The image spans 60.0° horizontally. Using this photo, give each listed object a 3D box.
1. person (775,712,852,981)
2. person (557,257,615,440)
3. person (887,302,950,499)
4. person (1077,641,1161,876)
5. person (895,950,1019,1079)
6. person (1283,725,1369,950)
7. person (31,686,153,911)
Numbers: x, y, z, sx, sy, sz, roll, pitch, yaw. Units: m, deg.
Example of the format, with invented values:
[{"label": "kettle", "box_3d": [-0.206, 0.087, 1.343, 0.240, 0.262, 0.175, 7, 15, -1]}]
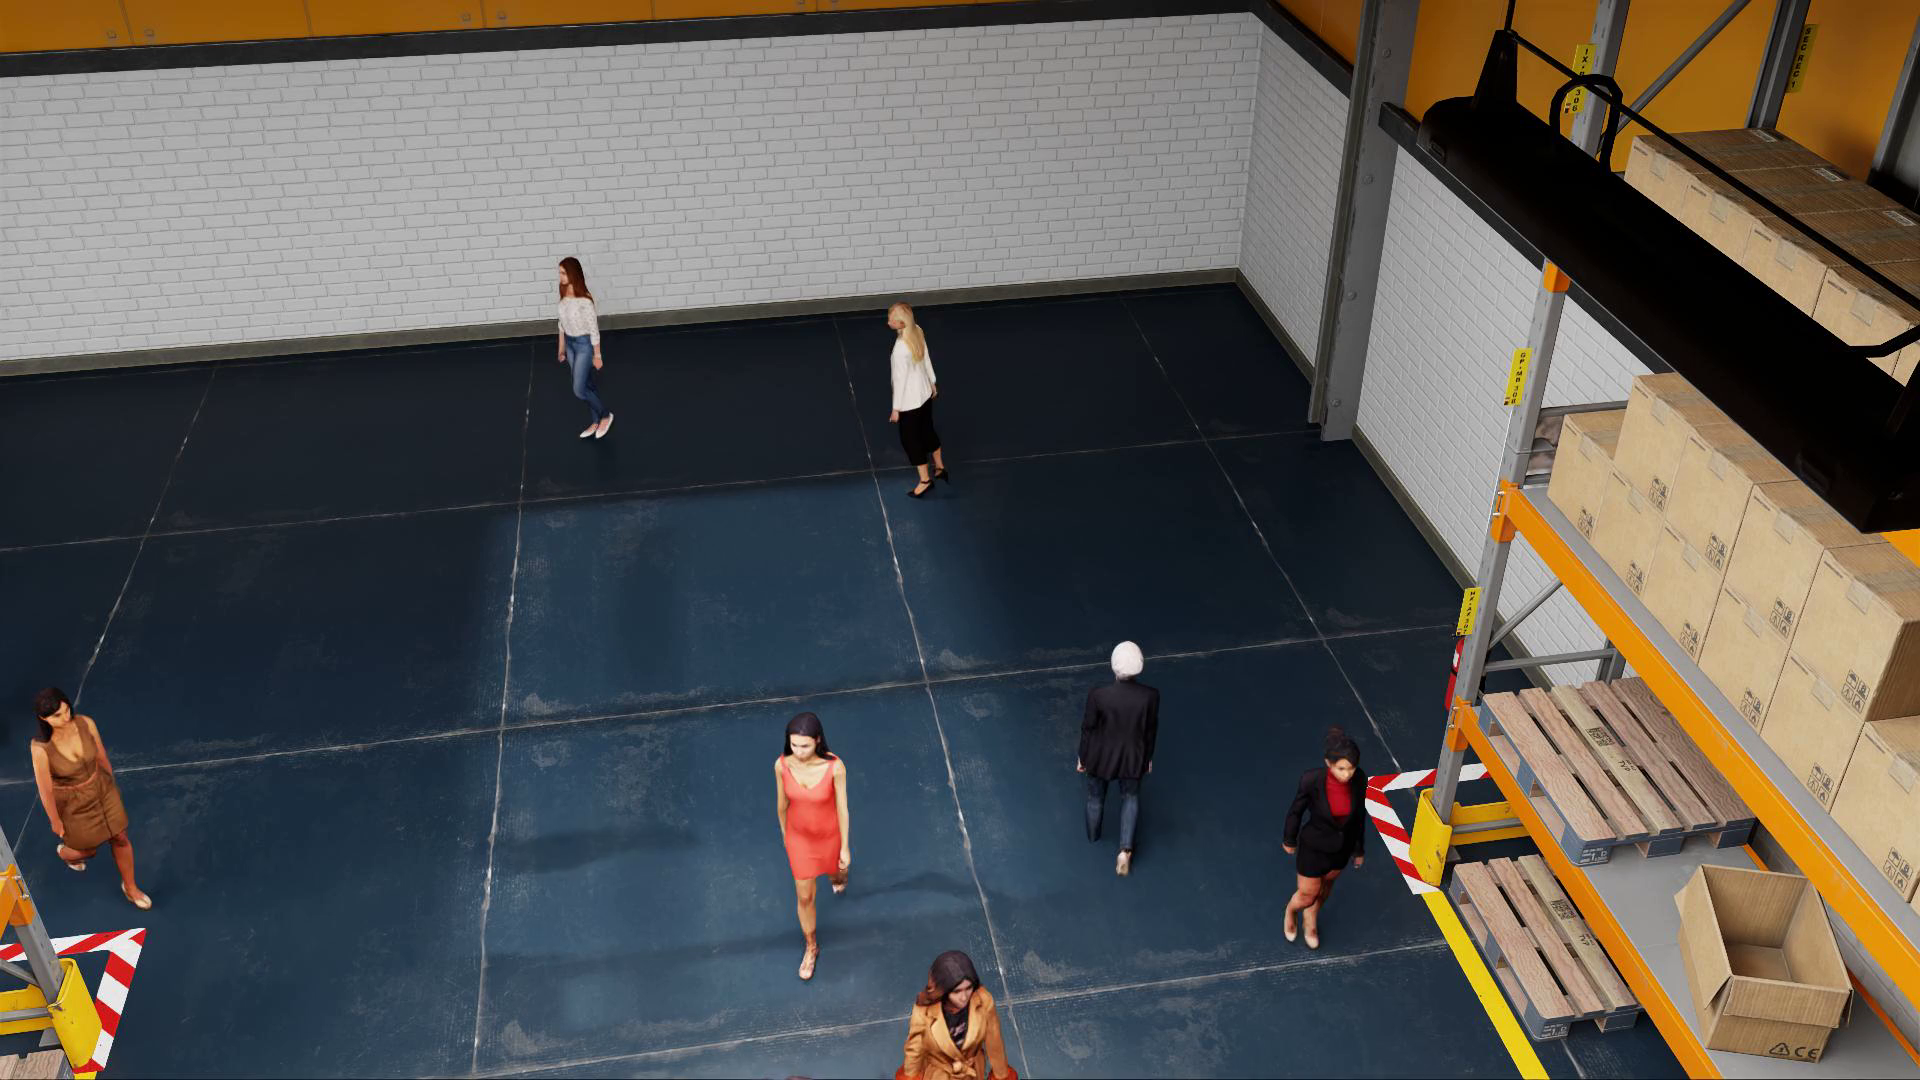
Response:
[{"label": "person", "box_3d": [-0.805, 1.650, 9.543, 0.743, 1.692, 1.114, 2, 34, 3]}, {"label": "person", "box_3d": [-3.244, -1.705, 14.564, 0.766, 1.721, 0.687, -27, 42, -34]}, {"label": "person", "box_3d": [-0.328, -1.129, 13.605, 0.915, 1.824, 0.777, 20, 39, 28]}, {"label": "person", "box_3d": [0.921, 1.412, 10.255, 0.812, 1.770, 0.865, 1, 34, 2]}, {"label": "person", "box_3d": [-0.066, 2.592, 8.109, 0.784, 1.712, 0.834, -10, 35, -14]}, {"label": "person", "box_3d": [2.048, 1.711, 9.510, 0.574, 1.629, 0.570, -7, 34, -10]}, {"label": "person", "box_3d": [-5.185, 1.516, 9.767, 0.929, 1.668, 0.913, 13, 36, 19]}]
